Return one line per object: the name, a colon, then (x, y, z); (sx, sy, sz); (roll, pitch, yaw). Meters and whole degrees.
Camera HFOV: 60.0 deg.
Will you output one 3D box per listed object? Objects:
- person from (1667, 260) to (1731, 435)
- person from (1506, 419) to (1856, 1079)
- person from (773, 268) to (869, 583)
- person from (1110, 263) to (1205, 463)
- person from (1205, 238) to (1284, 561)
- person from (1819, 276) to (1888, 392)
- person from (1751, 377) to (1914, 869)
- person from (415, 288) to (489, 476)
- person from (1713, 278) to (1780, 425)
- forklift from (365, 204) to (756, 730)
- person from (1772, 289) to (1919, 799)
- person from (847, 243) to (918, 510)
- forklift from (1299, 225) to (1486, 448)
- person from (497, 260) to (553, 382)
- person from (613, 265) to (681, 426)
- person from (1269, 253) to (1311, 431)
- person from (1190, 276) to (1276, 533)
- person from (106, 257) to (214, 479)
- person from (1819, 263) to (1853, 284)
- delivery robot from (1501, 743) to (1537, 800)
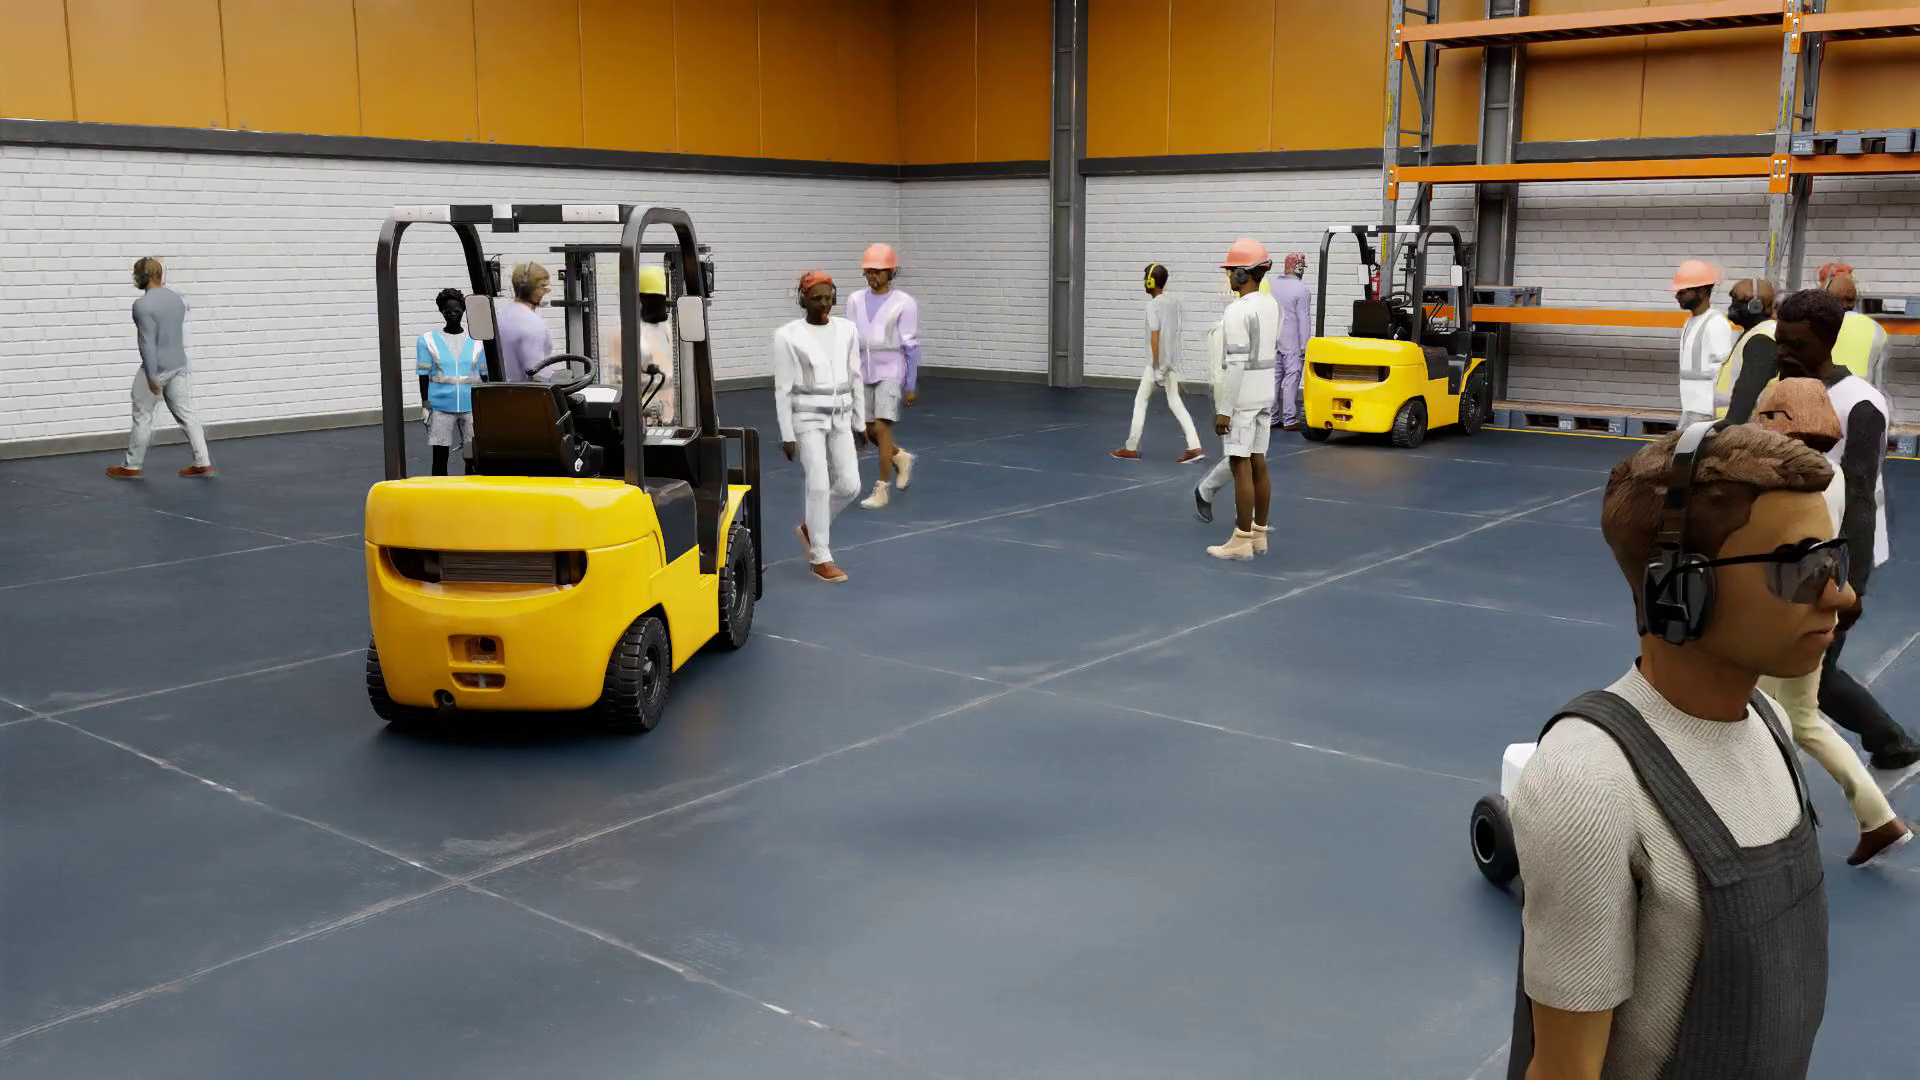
person: (4.966, -0.886, 10.968); (0.685, 1.911, 0.561); (1, 10, 6)
person: (0.800, 0.784, 1.896); (0.345, 1.847, 0.508); (10, 14, 43)
person: (-0.850, -0.685, 9.964); (0.598, 1.869, 0.485); (-8, 13, -37)
person: (1.854, -1.612, 15.263); (0.963, 1.834, 0.501); (9, 14, 41)
person: (1.809, -0.887, 10.609); (0.371, 2.044, 0.608); (7, 12, 34)
person: (5.758, -0.845, 11.067); (0.653, 1.787, 0.957); (0, 10, -2)
person: (2.700, 0.291, 5.297); (0.651, 1.612, 0.533); (9, 14, 42)
person: (-3.594, -0.942, 11.870); (0.532, 1.697, 0.322); (-5, 11, -24)
person: (4.536, -0.628, 9.809); (0.890, 1.801, 0.640); (3, 11, 19)
forklift: (-1.766, -0.406, 7.525); (1.214, 2.155, 2.313); (1, 10, 7)
person: (3.032, 0.070, 5.778); (0.753, 1.885, 0.619); (-1, 10, -6)
person: (-0.559, -1.268, 12.799); (0.624, 2.019, 0.777); (7, 12, 33)
forklift: (4.449, -2.115, 16.993); (1.214, 2.155, 2.313); (8, 13, 38)
person: (-2.741, -0.761, 10.290); (0.715, 1.919, 0.653); (-8, 13, -39)
person: (-1.976, -0.804, 10.615); (0.979, 1.882, 0.603); (3, 11, 19)
person: (3.542, -2.112, 17.803); (0.403, 1.900, 0.636); (-6, 12, -30)
person: (1.941, -0.949, 11.580); (0.519, 1.812, 0.608); (10, 14, 43)
person: (-6.861, -1.455, 14.183); (0.882, 1.900, 0.638); (2, 10, 11)
person: (6.268, -1.057, 12.020); (0.600, 1.865, 0.558); (-9, 13, -39)
delivery robot: (1.944, 0.813, 5.054); (0.477, 0.478, 0.707); (-1, 10, -8)
